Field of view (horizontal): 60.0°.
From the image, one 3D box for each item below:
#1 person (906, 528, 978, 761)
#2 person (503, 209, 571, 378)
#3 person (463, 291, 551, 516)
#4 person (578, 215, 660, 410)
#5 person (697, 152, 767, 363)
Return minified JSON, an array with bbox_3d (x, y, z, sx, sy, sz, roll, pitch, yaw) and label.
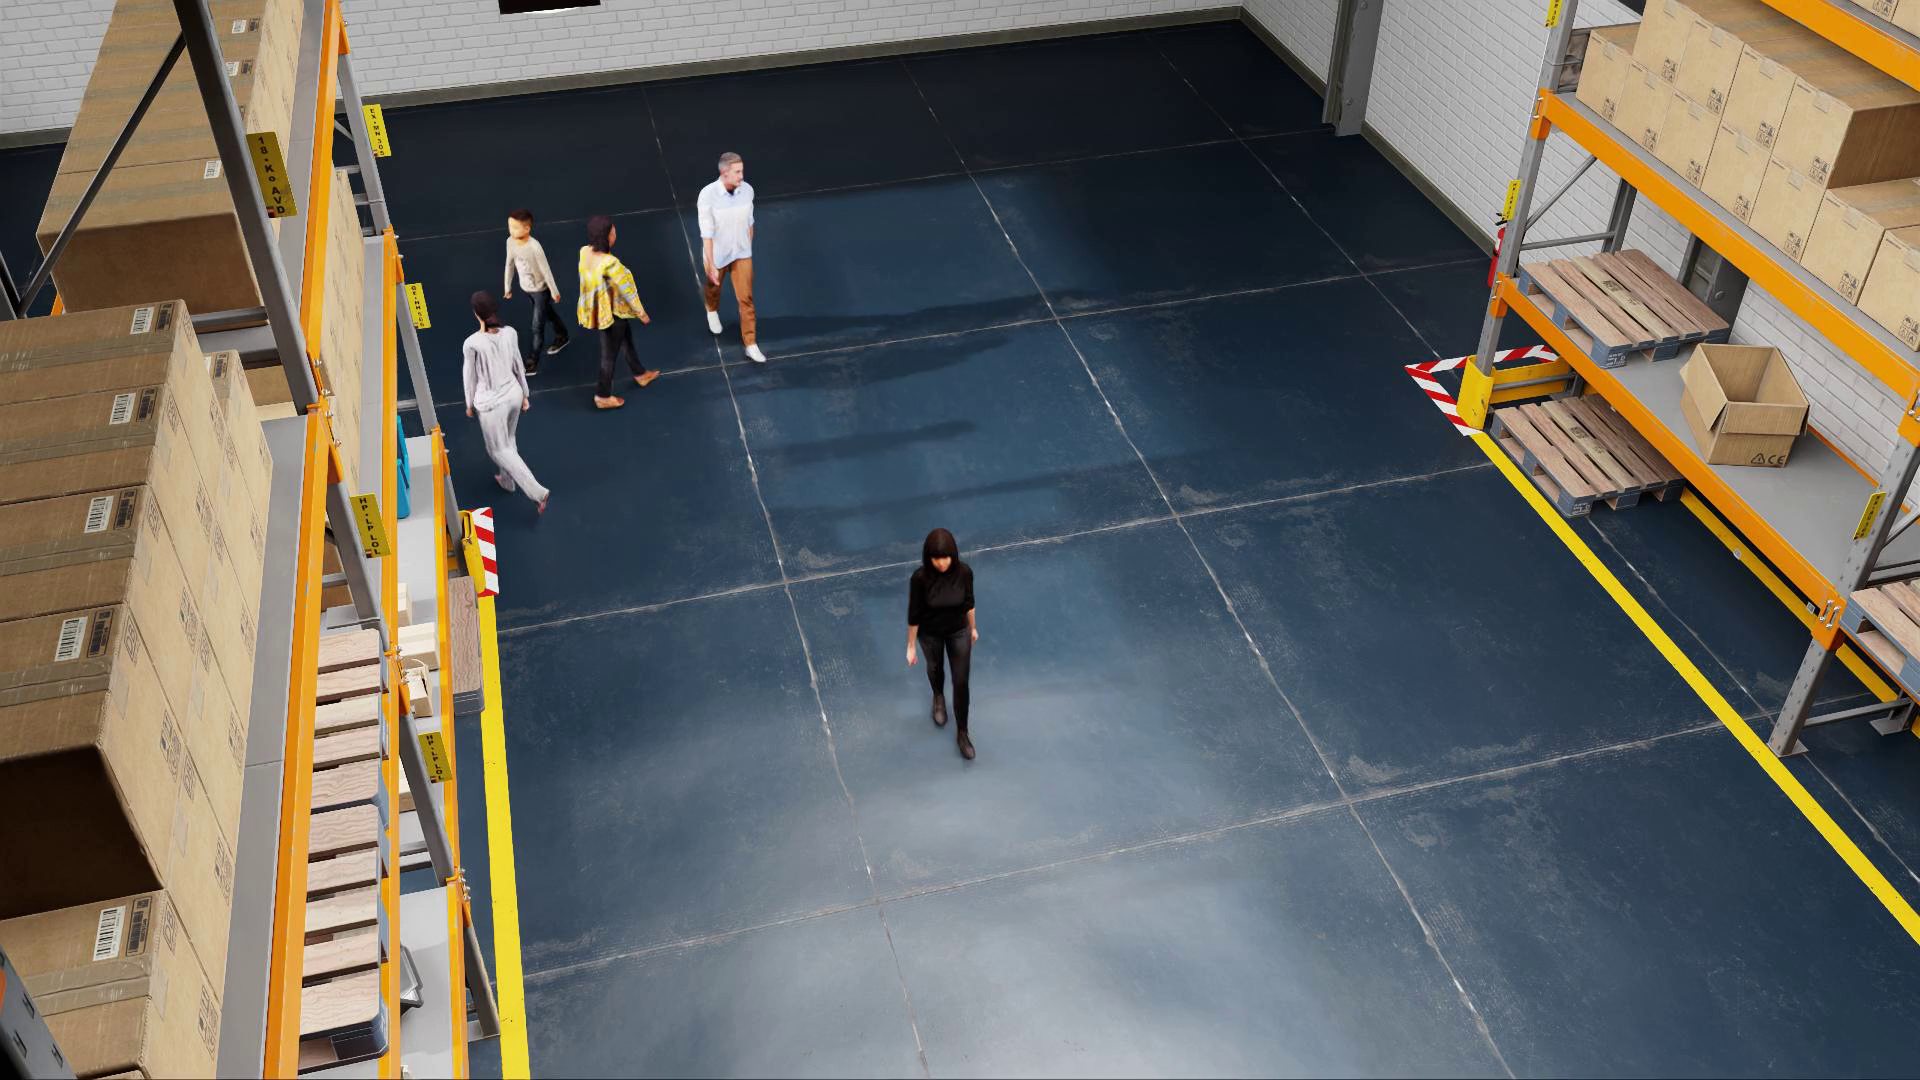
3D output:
[{"bbox_3d":[-0.116,0.523,10.431,0.682,1.618,0.884,-5,39,-6],"label":"person"},{"bbox_3d":[-3.485,-2.122,13.895,0.993,1.428,1.025,22,44,25],"label":"person"},{"bbox_3d":[-3.325,-0.973,12.202,1.100,1.745,0.922,32,48,33],"label":"person"},{"bbox_3d":[-2.880,-1.765,13.298,0.939,1.616,0.947,-21,43,-24],"label":"person"},{"bbox_3d":[-2.004,-2.439,14.019,0.840,1.769,1.248,-17,42,-20],"label":"person"}]
